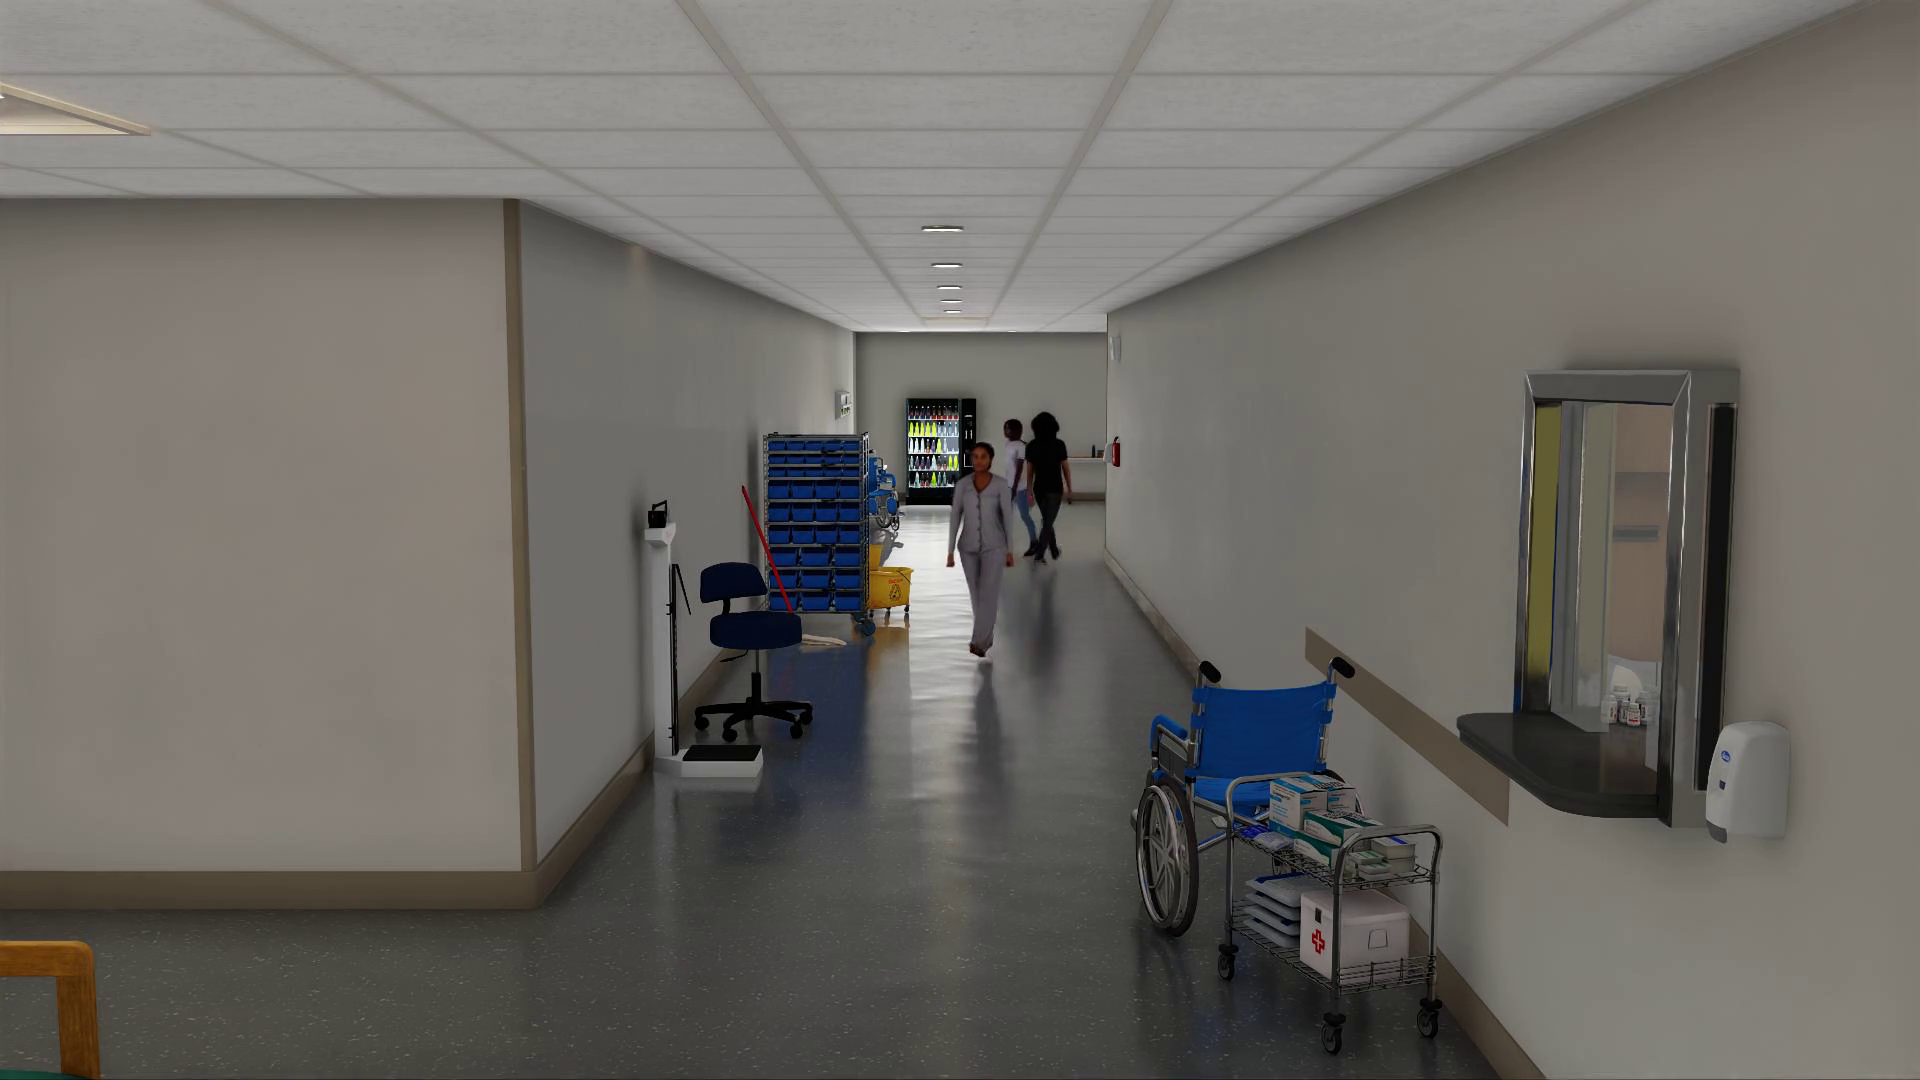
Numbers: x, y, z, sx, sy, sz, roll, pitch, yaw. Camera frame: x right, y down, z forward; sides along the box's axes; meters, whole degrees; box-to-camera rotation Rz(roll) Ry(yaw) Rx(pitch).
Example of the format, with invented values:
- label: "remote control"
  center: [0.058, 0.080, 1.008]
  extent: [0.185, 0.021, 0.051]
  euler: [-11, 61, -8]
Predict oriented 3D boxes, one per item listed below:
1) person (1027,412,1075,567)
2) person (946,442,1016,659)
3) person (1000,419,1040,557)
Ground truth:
- label: "person"
  center: [0.999, -0.558, 19.311]
  extent: [1.228, 1.782, 1.042]
  euler: [3, 6, 23]
- label: "person"
  center: [0.199, 0.087, 13.397]
  extent: [1.113, 1.694, 0.925]
  euler: [2, 6, 16]
- label: "person"
  center: [0.744, -0.598, 20.285]
  extent: [1.182, 1.678, 1.022]
  euler: [-4, 7, -36]
